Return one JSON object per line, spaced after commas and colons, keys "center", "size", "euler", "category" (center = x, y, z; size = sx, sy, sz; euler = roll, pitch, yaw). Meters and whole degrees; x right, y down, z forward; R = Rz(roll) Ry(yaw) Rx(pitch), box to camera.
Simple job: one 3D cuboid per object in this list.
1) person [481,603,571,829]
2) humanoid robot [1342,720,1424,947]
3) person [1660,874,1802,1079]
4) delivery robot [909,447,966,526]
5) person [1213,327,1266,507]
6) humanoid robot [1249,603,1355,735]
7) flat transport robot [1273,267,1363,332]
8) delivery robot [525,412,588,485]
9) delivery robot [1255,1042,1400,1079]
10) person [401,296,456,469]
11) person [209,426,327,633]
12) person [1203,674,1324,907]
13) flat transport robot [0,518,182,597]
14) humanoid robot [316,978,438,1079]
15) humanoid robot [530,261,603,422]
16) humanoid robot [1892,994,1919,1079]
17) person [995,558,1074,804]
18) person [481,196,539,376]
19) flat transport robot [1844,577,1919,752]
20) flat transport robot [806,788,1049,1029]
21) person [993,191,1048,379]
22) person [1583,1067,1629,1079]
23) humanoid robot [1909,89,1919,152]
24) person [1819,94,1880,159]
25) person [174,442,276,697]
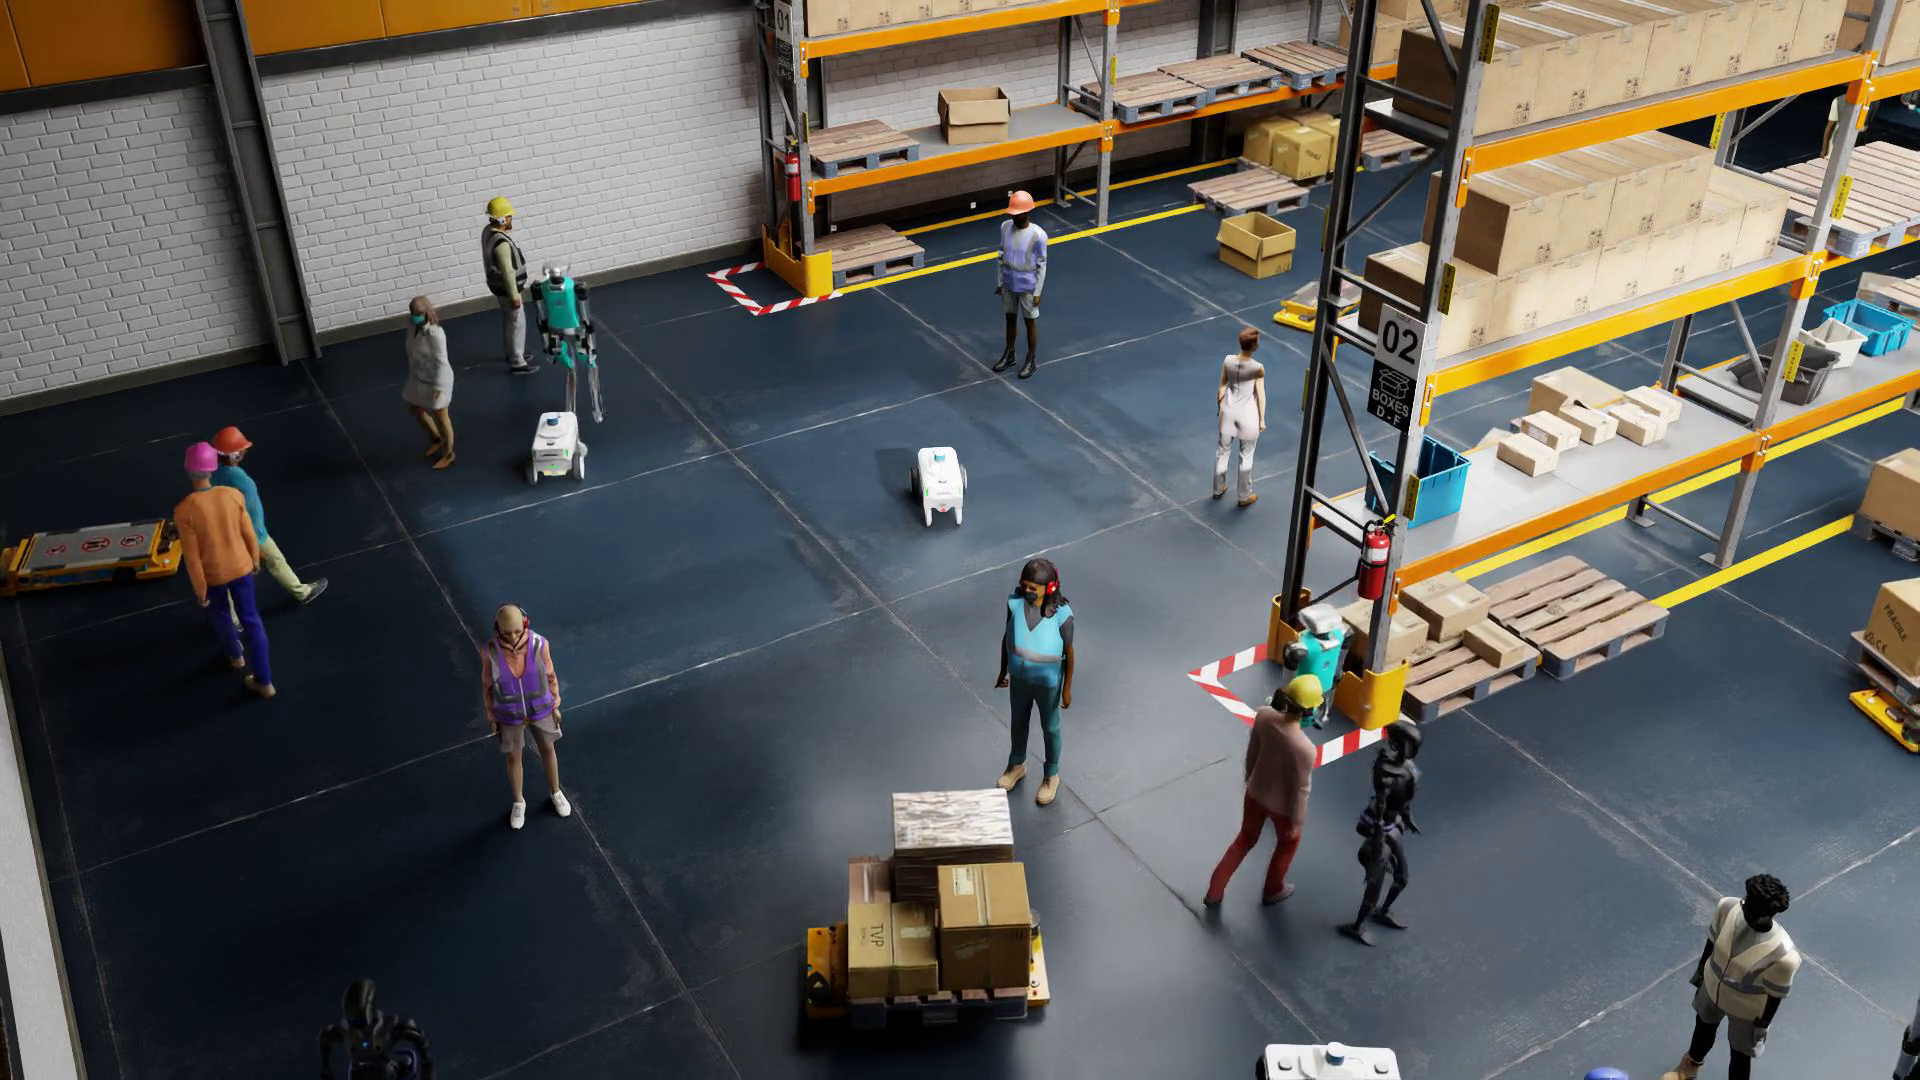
{"center": [-2.863, 1.136, 10.932], "size": [0.476, 1.692, 0.349], "euler": [-11, 34, -17], "category": "person"}
{"center": [2.587, 1.762, 9.938], "size": [0.382, 1.649, 0.603], "euler": [19, 37, 27], "category": "humanoid robot"}
{"center": [4.135, 2.429, 8.873], "size": [0.322, 1.690, 0.531], "euler": [-13, 34, -20], "category": "person"}
{"center": [-0.178, -0.518, 14.649], "size": [0.499, 0.603, 0.794], "euler": [-3, 32, -5], "category": "delivery robot"}
{"center": [2.439, -1.076, 14.490], "size": [0.462, 1.656, 0.269], "euler": [20, 37, 29], "category": "person"}
{"center": [2.133, 1.125, 10.998], "size": [0.530, 1.876, 0.706], "euler": [-18, 36, -26], "category": "humanoid robot"}
{"center": [4.089, -2.627, 18.274], "size": [0.659, 0.231, 1.431], "euler": [23, 39, 32], "category": "flat transport robot"}
{"center": [-3.690, -0.850, 15.176], "size": [0.500, 0.601, 0.772], "euler": [-3, 32, -5], "category": "delivery robot"}
{"center": [1.994, 2.986, 9.071], "size": [0.815, 0.614, 0.499], "euler": [1, 32, 2], "category": "delivery robot"}
{"center": [-4.801, -1.431, 15.053], "size": [0.527, 1.651, 0.376], "euler": [18, 36, 26], "category": "person"}
{"center": [-5.514, -0.108, 12.908], "size": [0.579, 1.705, 0.873], "euler": [17, 36, 25], "category": "person"}
{"center": [1.874, 1.593, 10.183], "size": [0.693, 1.711, 0.574], "euler": [-21, 38, -30], "category": "person"}
{"center": [-7.261, 0.146, 13.851], "size": [1.431, 0.231, 0.659], "euler": [-7, 33, -12], "category": "flat transport robot"}
{"center": [-2.897, 2.772, 8.389], "size": [0.589, 1.628, 0.789], "euler": [-5, 32, -7], "category": "humanoid robot"}
{"center": [-3.654, -1.905, 15.743], "size": [0.532, 1.748, 0.787], "euler": [1, 32, 1], "category": "humanoid robot"}
{"center": [5.082, 2.701, 8.434], "size": [1.024, 1.753, 0.535], "euler": [-27, 41, -36], "category": "humanoid robot"}
{"center": [0.509, 0.924, 11.106], "size": [0.545, 1.865, 0.377], "euler": [15, 35, 23], "category": "person"}
{"center": [-4.544, -2.562, 16.711], "size": [0.403, 1.816, 0.602], "euler": [-15, 35, -22], "category": "person"}
{"center": [7.362, 1.185, 12.195], "size": [1.431, 0.231, 0.659], "euler": [-8, 33, -13], "category": "flat transport robot"}
{"center": [-0.206, 2.539, 10.034], "size": [1.431, 0.231, 0.659], "euler": [-2, 32, -3], "category": "flat transport robot"}
{"center": [0.593, -2.552, 16.584], "size": [0.543, 1.938, 0.351], "euler": [20, 37, 28], "category": "person"}
{"center": [2.972, 3.078, 7.811], "size": [0.808, 1.758, 0.459], "euler": [-7, 33, -11], "category": "person"}
{"center": [12.868, -5.738, 21.866], "size": [0.573, 1.781, 0.826], "euler": [-14, 35, -21], "category": "humanoid robot"}
{"center": [10.737, -4.773, 20.219], "size": [0.562, 1.837, 0.390], "euler": [-2, 32, -2], "category": "person"}
{"center": [-5.408, 0.193, 12.214], "size": [0.545, 1.924, 0.896], "euler": [-21, 38, -30], "category": "person"}
